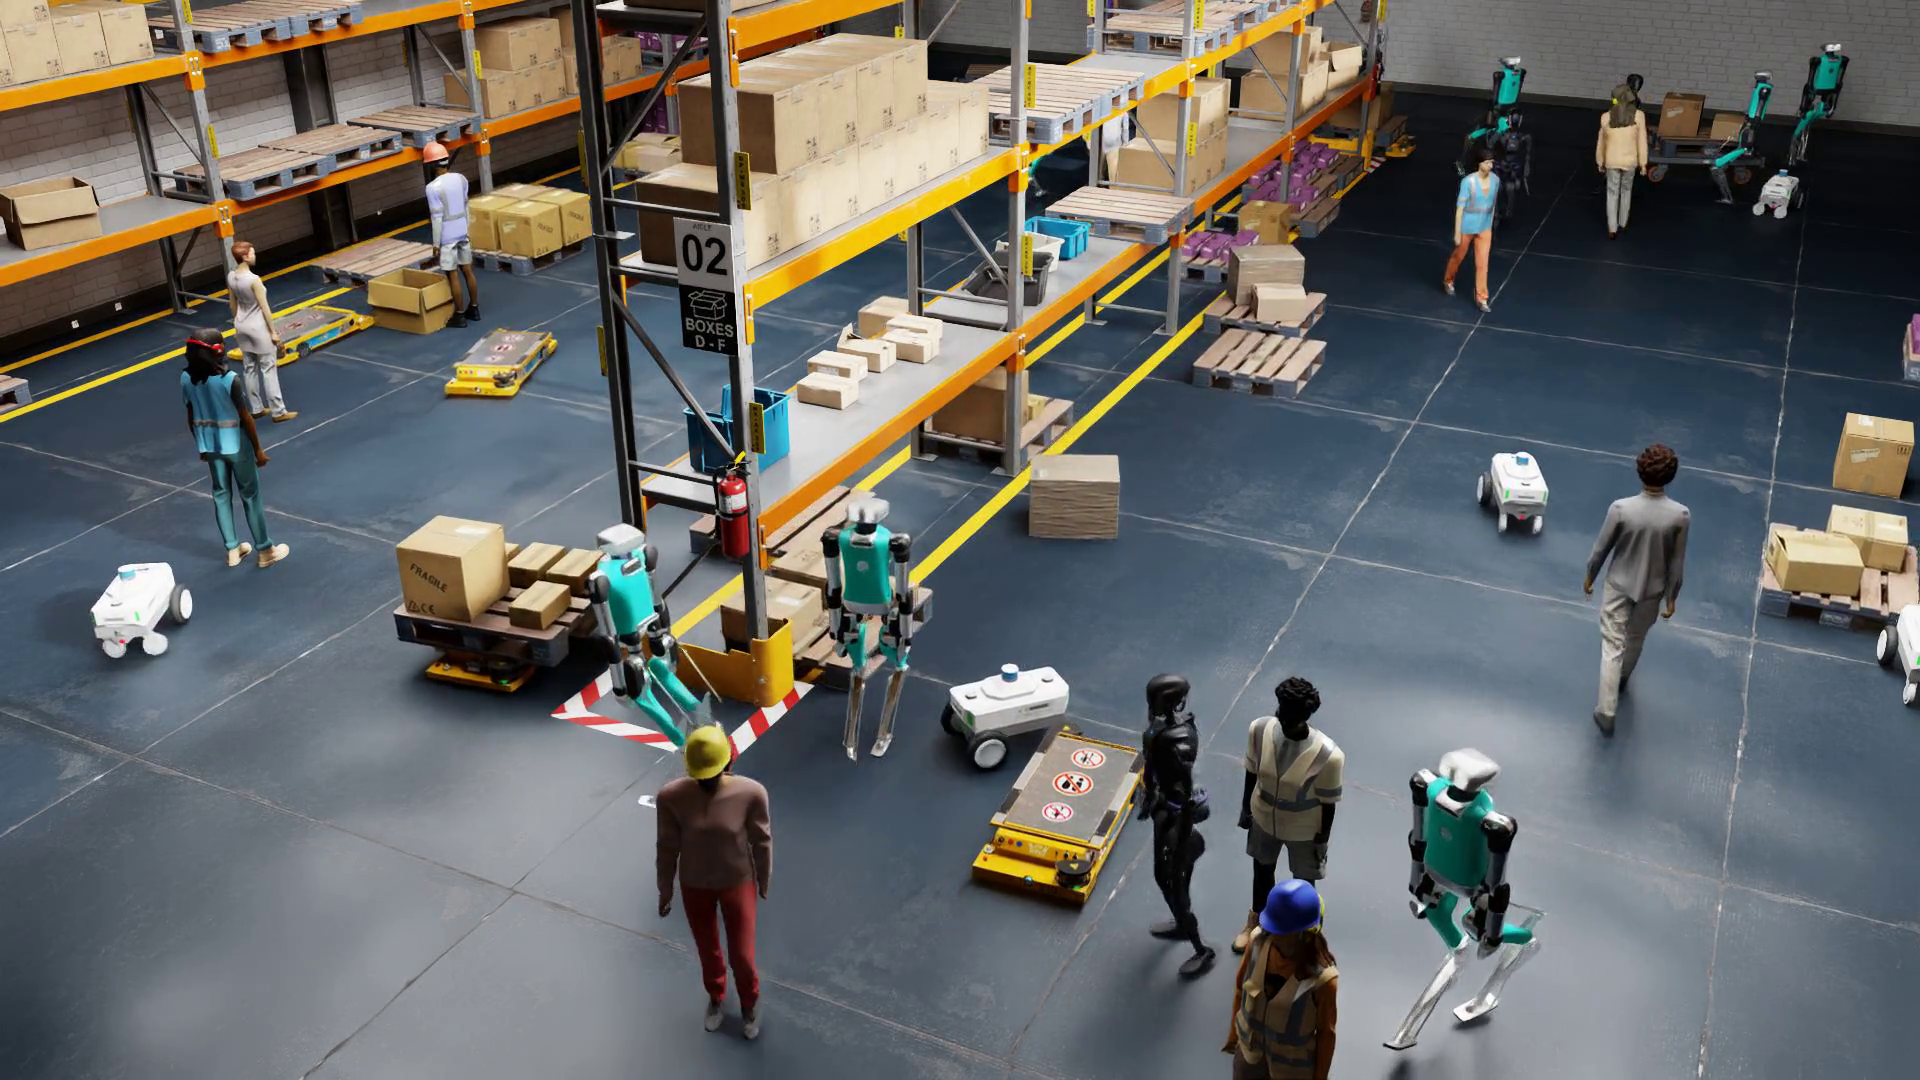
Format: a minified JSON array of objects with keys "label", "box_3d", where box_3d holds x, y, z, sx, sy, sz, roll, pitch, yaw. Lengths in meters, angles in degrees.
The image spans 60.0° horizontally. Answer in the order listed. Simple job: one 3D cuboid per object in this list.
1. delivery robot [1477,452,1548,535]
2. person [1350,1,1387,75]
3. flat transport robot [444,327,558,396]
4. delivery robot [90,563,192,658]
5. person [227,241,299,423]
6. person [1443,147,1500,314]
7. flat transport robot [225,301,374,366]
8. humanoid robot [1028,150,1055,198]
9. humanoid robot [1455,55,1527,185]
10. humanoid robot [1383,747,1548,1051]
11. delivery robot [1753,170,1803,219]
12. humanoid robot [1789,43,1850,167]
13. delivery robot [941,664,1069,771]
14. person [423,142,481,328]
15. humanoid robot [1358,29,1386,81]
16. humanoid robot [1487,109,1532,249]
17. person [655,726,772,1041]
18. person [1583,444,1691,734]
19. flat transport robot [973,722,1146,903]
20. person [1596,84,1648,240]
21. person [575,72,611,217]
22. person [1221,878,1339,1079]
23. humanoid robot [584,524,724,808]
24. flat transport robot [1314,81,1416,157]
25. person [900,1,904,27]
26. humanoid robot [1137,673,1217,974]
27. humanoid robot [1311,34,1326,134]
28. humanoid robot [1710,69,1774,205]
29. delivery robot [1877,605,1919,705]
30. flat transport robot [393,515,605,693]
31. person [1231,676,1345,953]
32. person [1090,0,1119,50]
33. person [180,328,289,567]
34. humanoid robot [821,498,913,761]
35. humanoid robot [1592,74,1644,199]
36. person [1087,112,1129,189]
[{"label":"delivery robot","box_3d":[4.455,-0.415,13.297,0.499,0.598,0.789,4,27,7]},{"label":"person","box_3d":[6.343,-7.507,26.152,0.706,1.871,0.672,-16,31,-29]},{"label":"flat transport robot","box_3d":[-4.489,-1.755,16.324,0.659,0.231,1.431,2,26,5]},{"label":"delivery robot","box_3d":[-5.716,0.448,11.555,0.502,0.599,0.770,-2,26,-4]},{"label":"person","box_3d":[-6.344,-1.873,14.993,0.445,1.656,0.282,12,29,23]},{"label":"person","box_3d":[5.555,-3.396,18.002,0.512,1.718,0.936,-5,27,-10]},{"label":"flat transport robot","box_3d":[-6.760,-2.121,17.062,0.659,0.231,1.431,10,28,20]},{"label":"humanoid robot","box_3d":[0.947,-5.162,21.601,0.597,1.757,1.056,16,31,30]},{"label":"humanoid robot","box_3d":[7.232,-5.832,22.925,0.543,1.767,0.955,-14,30,-26]},{"label":"humanoid robot","box_3d":[2.431,1.654,7.780,1.001,1.713,0.540,-18,32,-32]},{"label":"delivery robot","box_3d":[10.598,-4.499,21.528,0.519,0.580,0.739,16,31,29]},{"label":"humanoid robot","box_3d":[12.091,-6.165,23.660,0.543,1.856,0.754,-2,26,-3]},{"label":"delivery robot","box_3d":[0.299,1.048,10.324,0.778,0.581,0.499,-10,28,-20]},{"label":"person","box_3d":[-5.313,-3.168,17.309,0.363,1.929,0.541,12,29,22]},{"label":"humanoid robot","box_3d":[6.136,-6.876,25.090,0.498,1.635,0.613,-3,27,-7]},{"label":"humanoid robot","box_3d":[6.552,-4.391,20.075,0.601,1.633,0.591,0,26,1]},{"label":"person","box_3d":[-1.149,1.626,7.829,0.533,1.752,0.483,1,26,2]},{"label":"person","box_3d":[4.234,0.247,10.495,0.547,1.851,0.885,6,27,12]},{"label":"flat transport robot","box_3d":[0.634,1.549,9.649,0.659,0.231,1.431,10,28,19]},{"label":"person","box_3d":[8.103,-4.653,20.411,0.620,1.831,0.692,8,28,16]},{"label":"person","box_3d":[-4.630,-5.047,21.199,0.375,1.841,0.566,-6,27,-13]},{"label":"person","box_3d":[1.297,2.114,6.806,0.318,1.778,0.470,-24,35,-39]},{"label":"humanoid robot","box_3d":[-1.688,0.789,9.548,0.747,1.776,0.532,14,30,26]},{"label":"flat transport robot","box_3d":[5.989,-5.900,24.696,1.431,0.231,0.659,12,29,22]},{"label":"person","box_3d":[-0.896,-9.482,30.173,0.361,1.829,0.515,17,31,31]},{"label":"humanoid robot","box_3d":[1.091,1.393,8.385,0.370,1.633,0.604,-7,27,-13]},{"label":"humanoid robot","box_3d":[5.238,-6.698,24.732,0.536,1.640,0.584,11,28,21]},{"label":"humanoid robot","box_3d":[10.091,-5.230,21.691,0.678,1.799,0.536,8,28,16]},{"label":"delivery robot","box_3d":[6.417,0.728,10.983,0.499,0.592,0.774,9,28,17]},{"label":"flat transport robot","box_3d":[-3.036,0.597,11.573,0.659,0.231,1.431,8,27,16]},{"label":"person","box_3d":[1.633,1.413,8.324,0.534,1.692,0.320,19,32,34]},{"label":"person","box_3d":[2.537,-9.046,29.183,0.533,1.928,0.421,16,31,29]},{"label":"person","box_3d":[-5.425,-0.672,12.331,0.528,1.870,0.389,4,27,8]},{"label":"humanoid robot","box_3d":[-0.506,0.493,10.114,0.533,1.785,0.653,5,27,9]},{"label":"humanoid robot","box_3d":[8.826,-5.333,21.996,0.676,1.634,0.615,15,30,28]},{"label":"person","box_3d":[1.890,-5.054,21.389,0.544,1.688,0.896,4,27,8]}]
